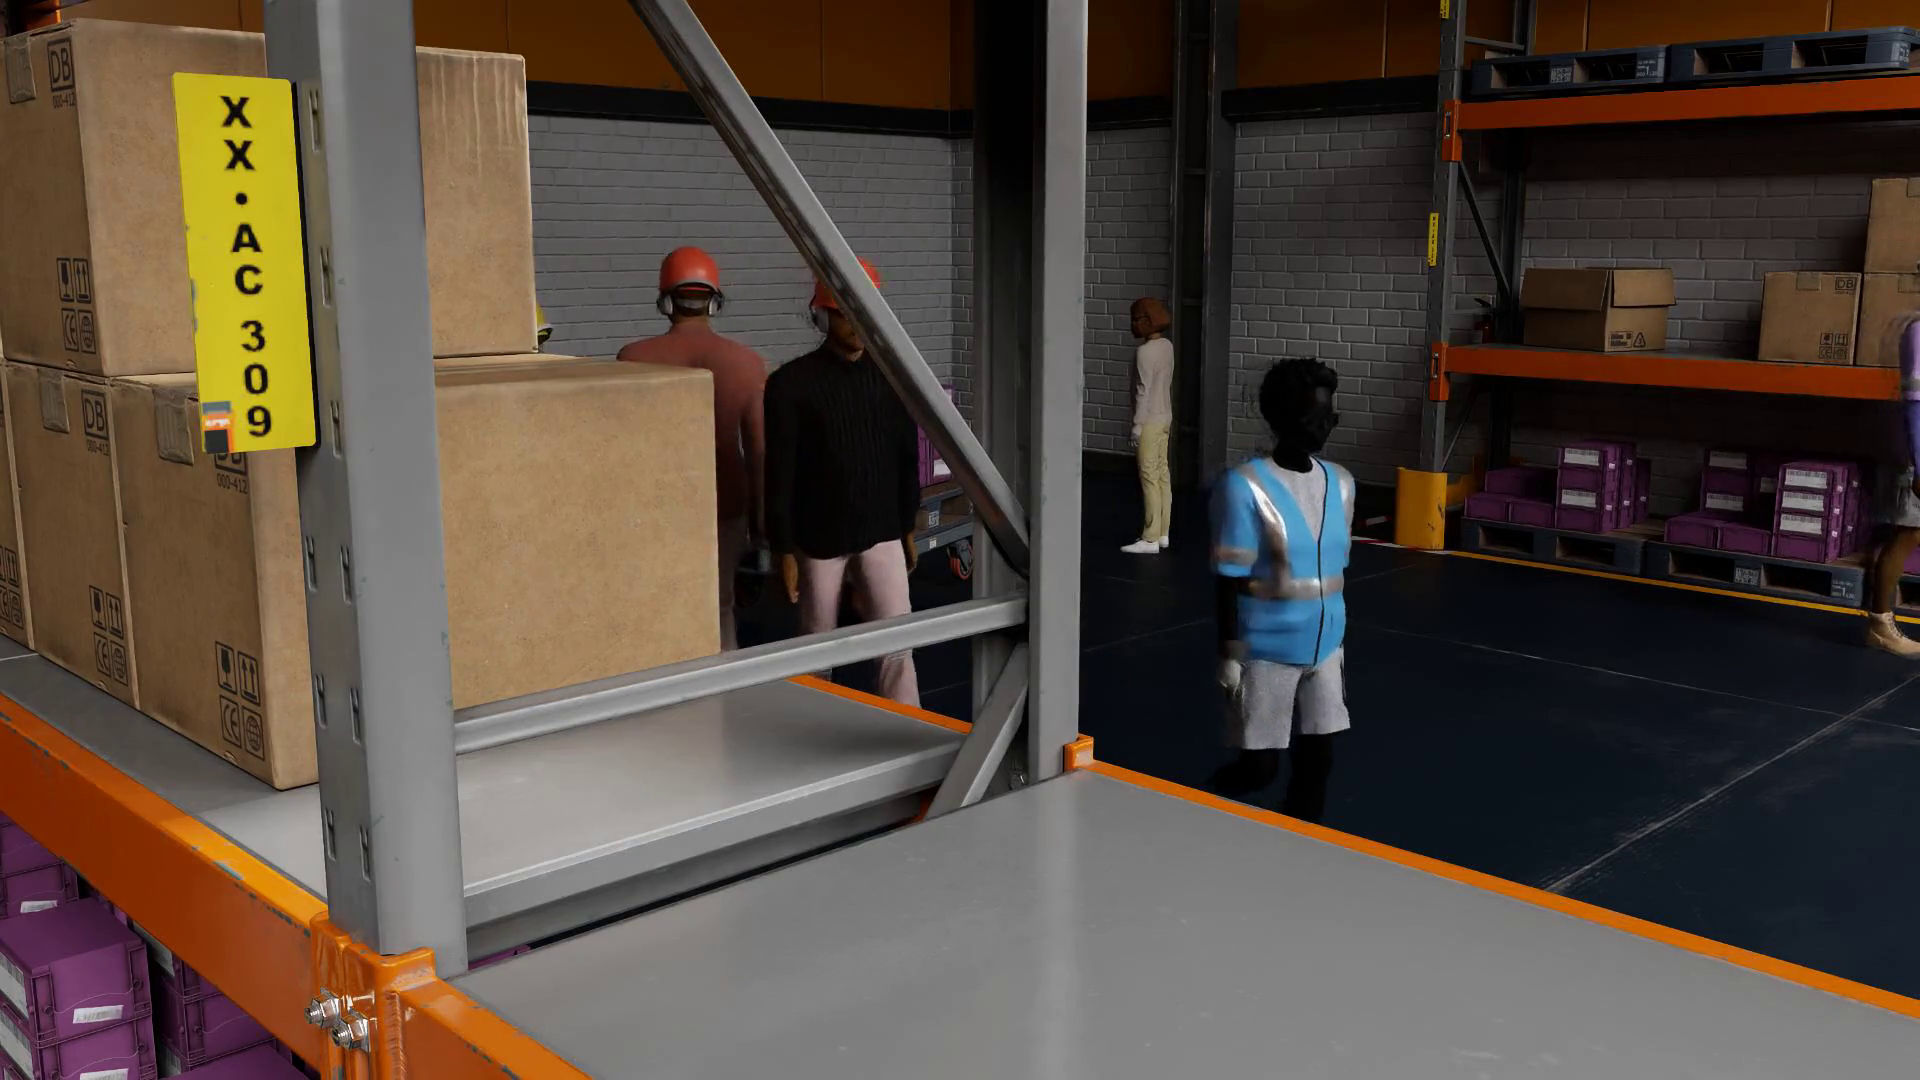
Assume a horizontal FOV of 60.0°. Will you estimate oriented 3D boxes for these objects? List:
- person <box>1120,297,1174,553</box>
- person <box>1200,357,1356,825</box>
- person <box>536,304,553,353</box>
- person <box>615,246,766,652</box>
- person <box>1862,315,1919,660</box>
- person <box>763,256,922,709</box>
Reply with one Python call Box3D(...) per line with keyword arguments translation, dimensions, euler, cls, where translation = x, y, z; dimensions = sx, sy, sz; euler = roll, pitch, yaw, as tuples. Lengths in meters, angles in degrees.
Box3D(translation=(1.211, -0.730, 10.640), dimensions=(0.288, 1.633, 0.497), euler=(5, 12, 26), cls="person")
Box3D(translation=(0.912, 0.301, 4.852), dimensions=(0.545, 1.683, 0.545), euler=(-6, 12, -31), cls="person")
Box3D(translation=(-1.583, 0.013, 6.047), dimensions=(0.404, 1.828, 0.602), euler=(2, 11, 11), cls="person")
Box3D(translation=(-1.041, -0.138, 6.460), dimensions=(0.650, 1.975, 0.438), euler=(-5, 11, -24), cls="person")
Box3D(translation=(4.653, -0.393, 7.738), dimensions=(0.656, 2.014, 0.783), euler=(-7, 12, -33), cls="person")
Box3D(translation=(-0.364, -0.002, 5.799), dimensions=(0.659, 1.941, 0.997), euler=(-5, 12, -26), cls="person")
